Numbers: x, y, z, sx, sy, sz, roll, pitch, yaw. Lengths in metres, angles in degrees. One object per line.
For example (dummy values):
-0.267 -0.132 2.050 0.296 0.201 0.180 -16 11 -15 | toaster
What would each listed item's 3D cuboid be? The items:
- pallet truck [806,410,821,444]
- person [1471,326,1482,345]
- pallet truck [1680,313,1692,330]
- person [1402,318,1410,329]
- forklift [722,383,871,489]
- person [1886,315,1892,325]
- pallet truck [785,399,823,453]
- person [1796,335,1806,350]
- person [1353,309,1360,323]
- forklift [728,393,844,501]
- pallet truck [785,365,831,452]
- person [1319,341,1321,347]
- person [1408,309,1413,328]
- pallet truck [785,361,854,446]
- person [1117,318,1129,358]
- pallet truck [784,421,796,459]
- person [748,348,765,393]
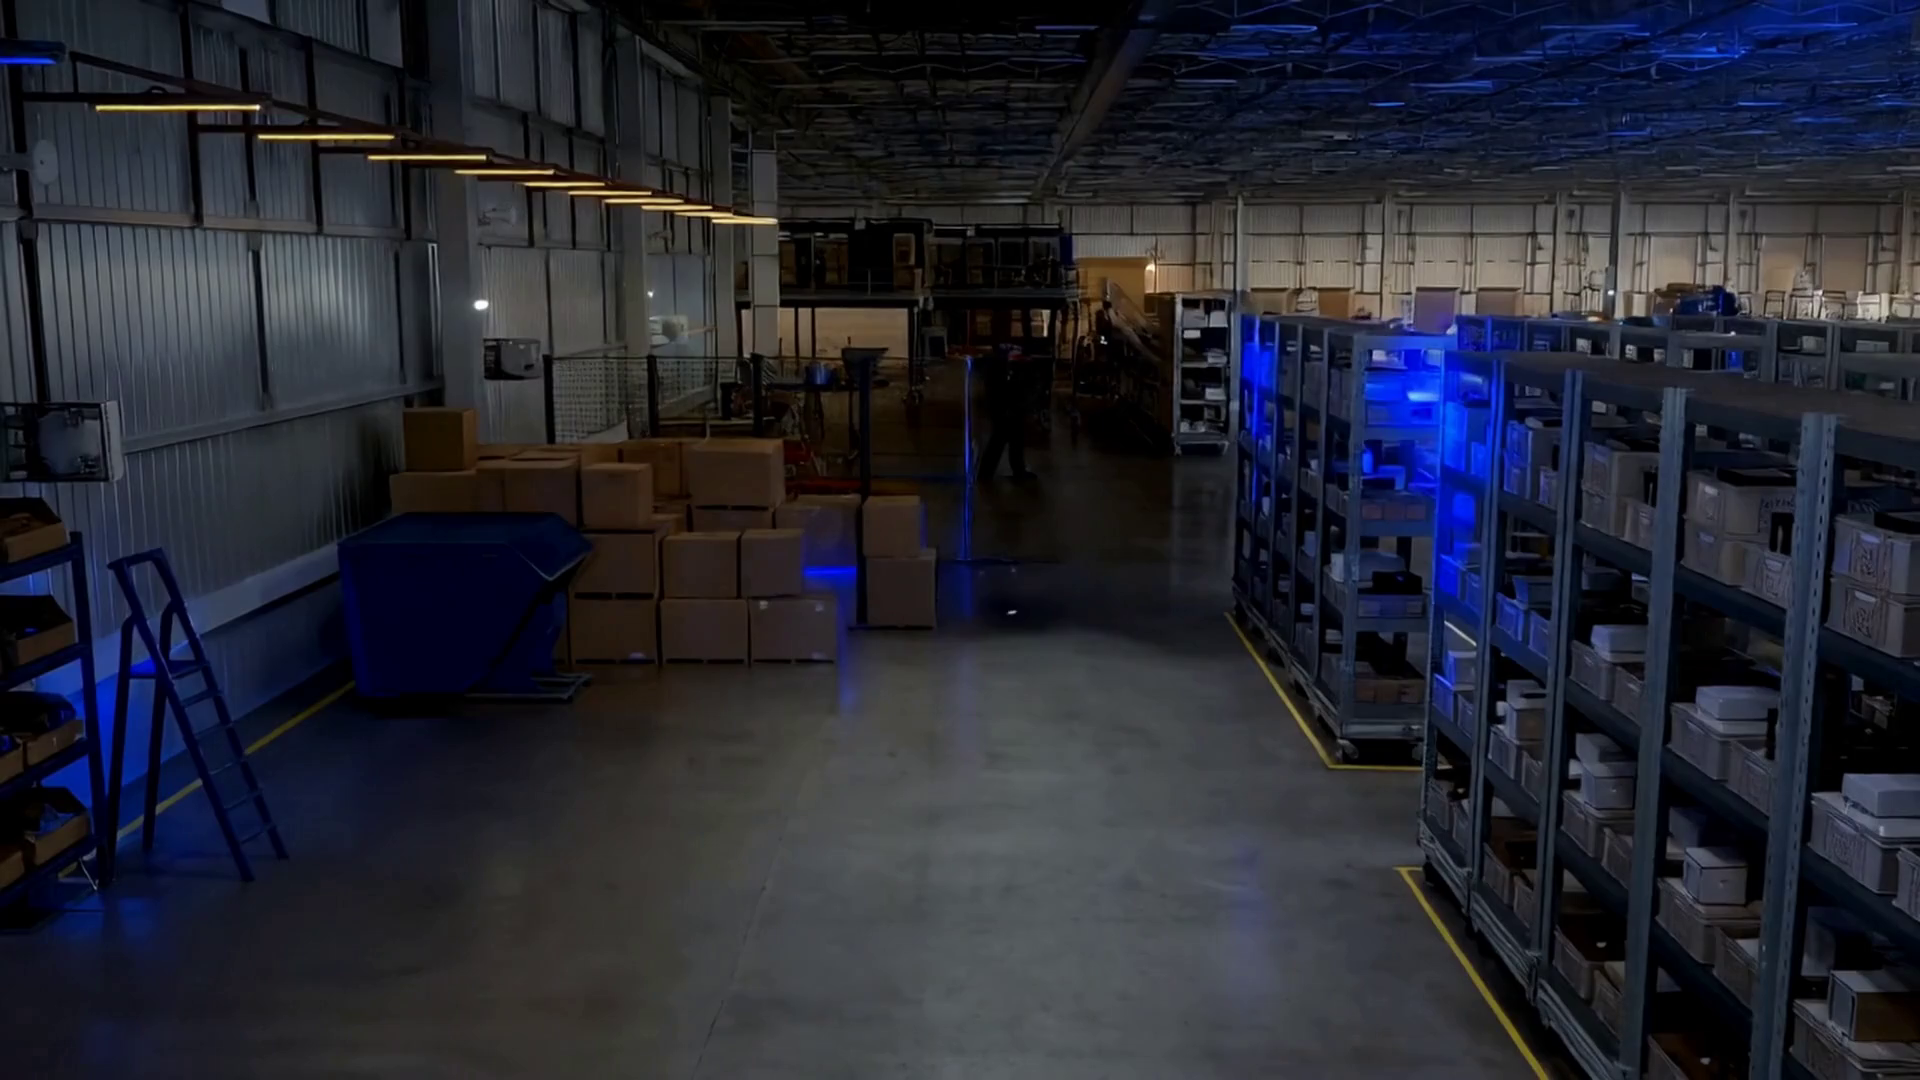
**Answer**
-3.559 -2.018 33.905 1.522 1.261 0.704 0 9 -1 | pallet truck
25.827 -10.286 83.302 0.634 1.813 0.804 -8 12 -40 | person
36.315 -10.531 84.244 0.823 1.965 1.885 -6 11 -33 | pallet truck
21.016 -9.464 77.984 0.999 1.887 0.649 0 9 -2 | person
-2.893 -1.687 28.729 2.680 1.987 1.157 0 9 -1 | forklift
45.673 -10.103 81.892 0.642 1.911 0.589 3 10 20 | person
-3.814 -2.432 36.419 1.630 1.274 0.653 0 9 1 | pallet truck
30.735 -6.685 60.919 0.316 1.867 0.531 -2 9 -12 | person
22.416 -12.057 93.849 0.585 1.925 0.635 6 11 32 | person
-2.979 -1.316 26.476 2.680 1.987 1.157 0 9 1 | forklift
-3.774 -2.976 37.635 1.885 1.965 0.823 1 9 5 | pallet truck
14.300 -7.388 65.087 0.540 1.930 0.386 0 9 -3 | person
25.593 -12.175 94.633 0.395 1.920 0.584 5 11 30 | person
-3.410 -3.193 38.978 1.885 1.965 0.823 0 9 -1 | pallet truck
7.654 -9.468 78.041 0.573 1.883 0.356 3 10 19 | person
-4.013 -1.793 32.705 1.601 1.201 0.680 0 9 1 | pallet truck
-5.427 -4.063 44.202 0.373 2.044 0.608 5 10 27 | person
